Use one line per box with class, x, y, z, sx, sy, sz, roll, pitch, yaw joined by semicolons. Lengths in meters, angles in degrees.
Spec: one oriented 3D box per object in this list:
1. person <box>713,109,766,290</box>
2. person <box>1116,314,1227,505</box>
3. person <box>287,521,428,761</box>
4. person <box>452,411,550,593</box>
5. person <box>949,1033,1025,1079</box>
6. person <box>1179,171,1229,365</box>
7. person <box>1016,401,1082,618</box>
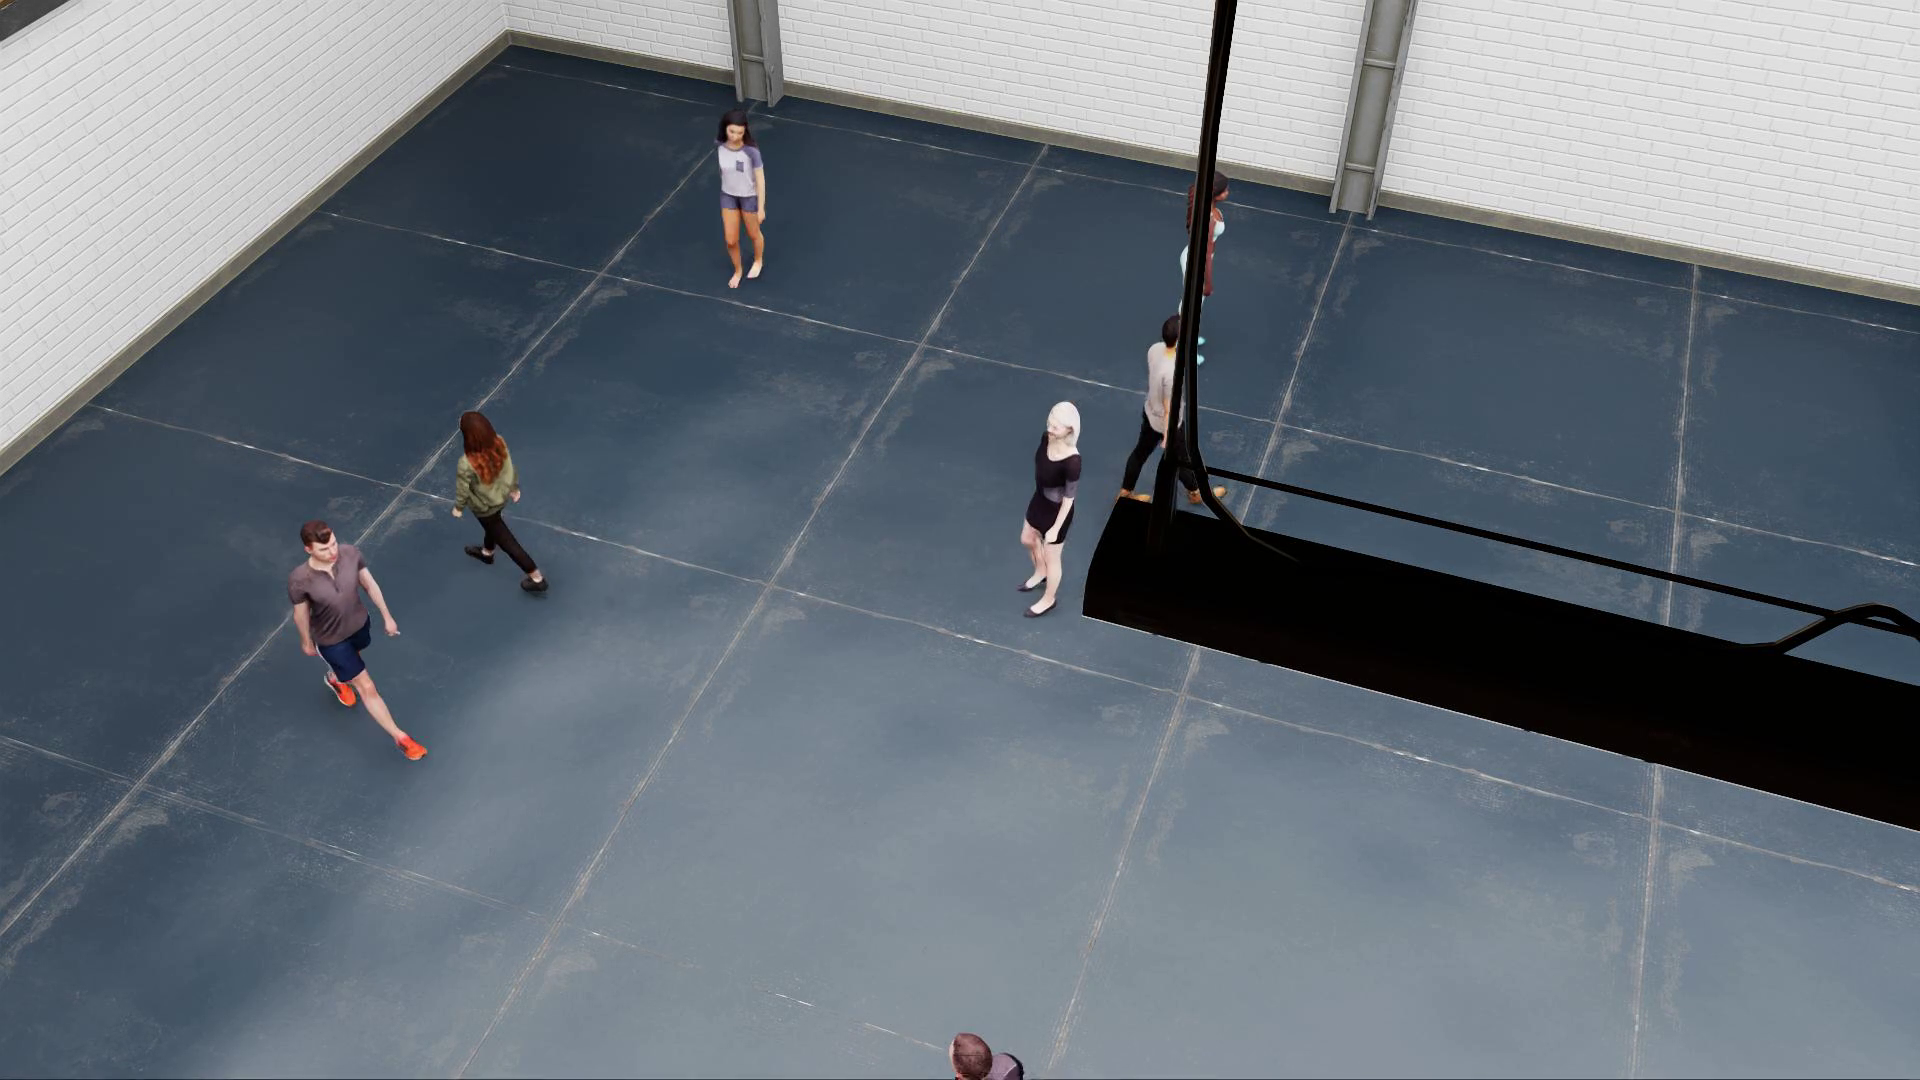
person;-1.813;-2.894;13.912;0.651;1.694;0.688;16;46;16
person;1.363;-0.863;11.782;1.130;1.691;0.986;-11;45;-12
person;-3.859;0.517;10.263;1.357;1.789;0.943;29;51;27
person;-3.125;-0.229;11.297;1.012;1.442;0.638;18;46;18
person;0.146;2.906;7.750;1.006;1.796;1.231;-34;53;-31
person;1.867;-2.155;13.116;0.661;1.723;0.647;-4;44;-4
person;0.675;-0.207;10.998;0.767;1.823;0.693;-16;46;-17
